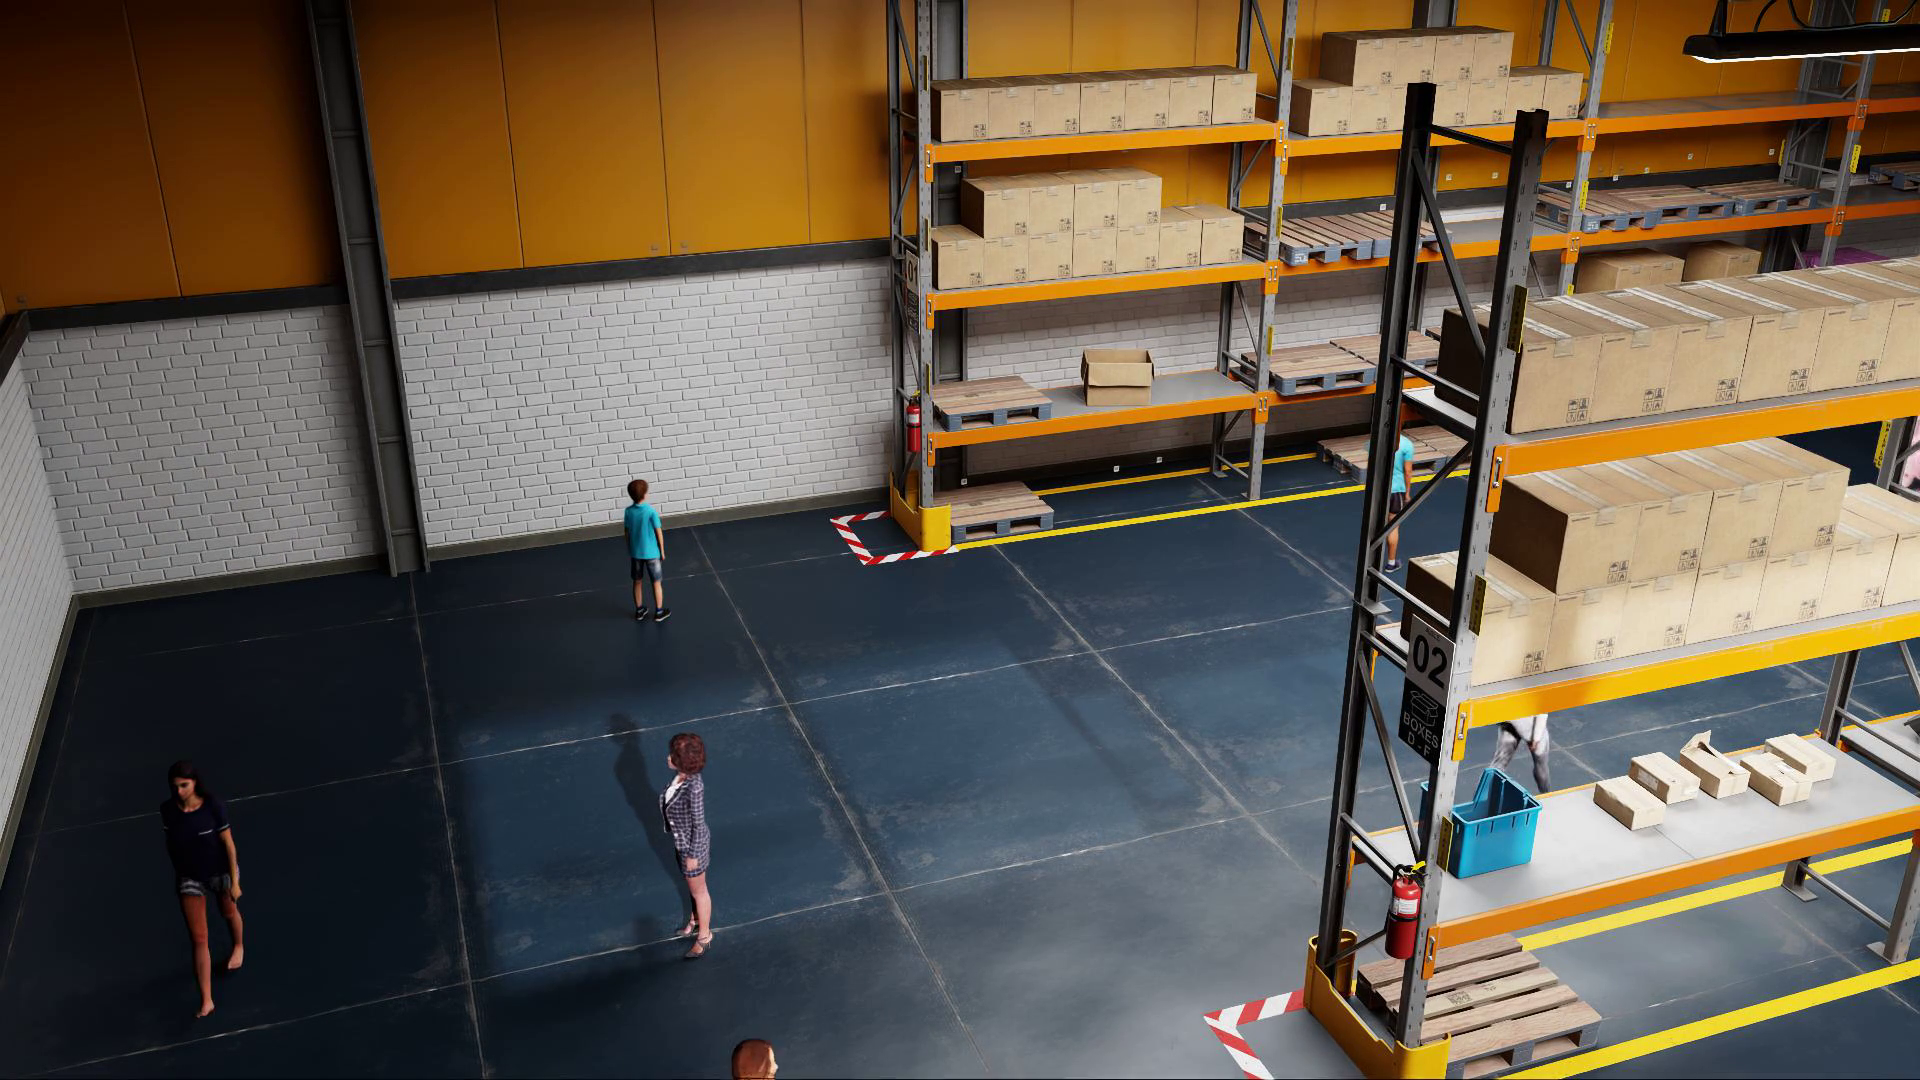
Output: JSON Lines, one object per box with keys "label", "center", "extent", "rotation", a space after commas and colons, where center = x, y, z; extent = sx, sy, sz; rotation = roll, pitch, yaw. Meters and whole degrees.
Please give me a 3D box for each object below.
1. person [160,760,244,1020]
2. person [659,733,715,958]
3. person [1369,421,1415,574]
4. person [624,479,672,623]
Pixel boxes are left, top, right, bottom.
{"label": "person", "center": [-4.956, 2.195, 11.024], "extent": [1.079, 1.717, 0.787], "rotation": [-4, 24, -9]}
{"label": "person", "center": [-1.834, 2.062, 11.345], "extent": [0.528, 1.703, 0.598], "rotation": [-8, 25, -18]}
{"label": "person", "center": [4.417, -0.523, 17.167], "extent": [0.693, 1.777, 0.732], "rotation": [13, 27, 28]}
{"label": "person", "center": [-3.070, 0.094, 16.167], "extent": [0.555, 1.448, 0.651], "rotation": [5, 24, 11]}
